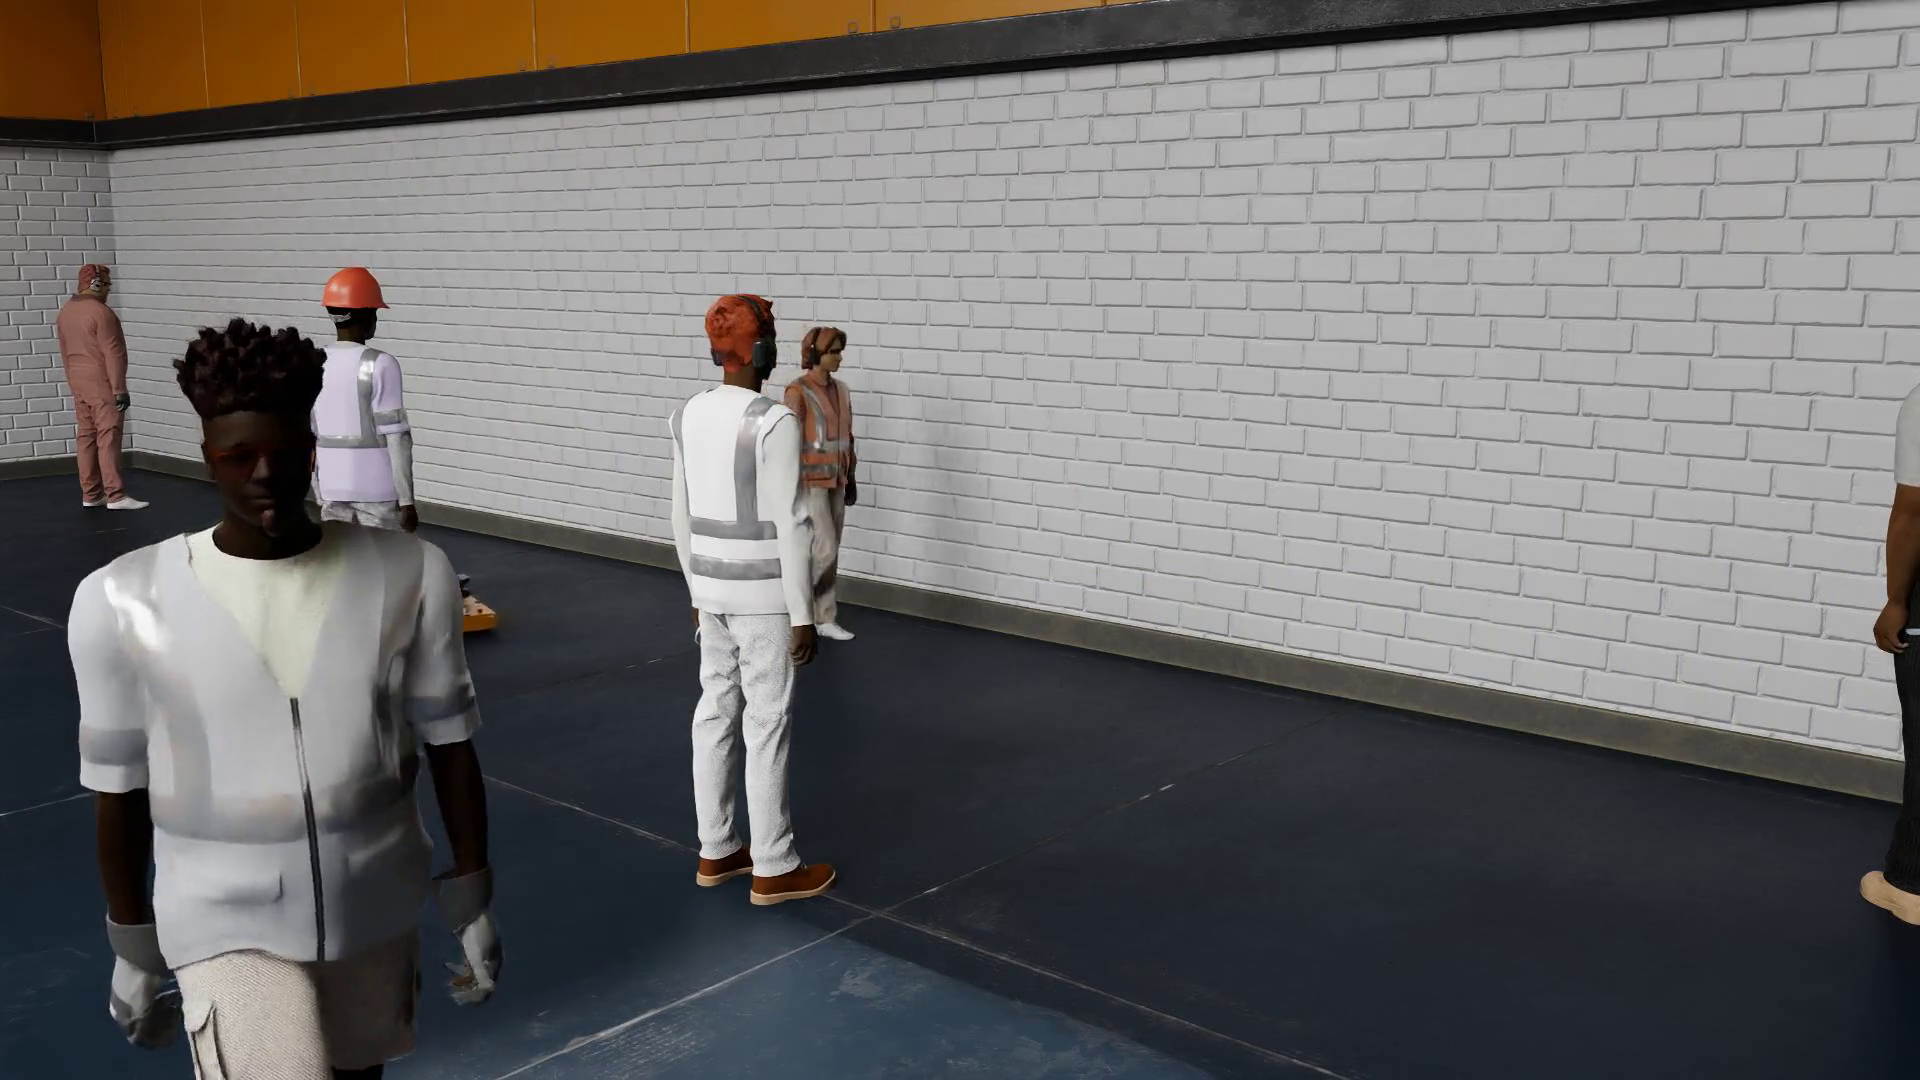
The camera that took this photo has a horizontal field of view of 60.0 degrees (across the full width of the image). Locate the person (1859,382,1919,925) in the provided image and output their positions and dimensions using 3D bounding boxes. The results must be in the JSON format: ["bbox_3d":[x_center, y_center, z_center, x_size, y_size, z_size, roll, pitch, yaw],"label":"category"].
[{"bbox_3d":[3.058,0.142,4.971,0.683,2.000,0.538,1,10,3],"label":"person"}]

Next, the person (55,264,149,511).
[{"bbox_3d":[-6.642,-1.175,12.874,0.637,1.901,0.403,6,12,31],"label":"person"}]

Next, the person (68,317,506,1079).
[{"bbox_3d":[-1.112,0.588,2.798,0.610,1.928,1.005,-6,12,-32],"label":"person"}]

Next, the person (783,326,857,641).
[{"bbox_3d":[-0.699,-0.275,8.504,0.366,1.624,0.542,5,11,28],"label":"person"}]

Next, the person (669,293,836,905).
[{"bbox_3d":[-0.651,0.189,5.162,0.579,1.879,0.352,9,13,41],"label":"person"}]

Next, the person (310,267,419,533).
[{"bbox_3d":[-2.635,-0.225,7.357,0.543,1.938,0.357,3,10,17],"label":"person"}]

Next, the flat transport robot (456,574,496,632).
[{"bbox_3d":[-3.216,0.381,8.646,1.431,0.197,0.652,-6,11,-30],"label":"flat transport robot"}]
